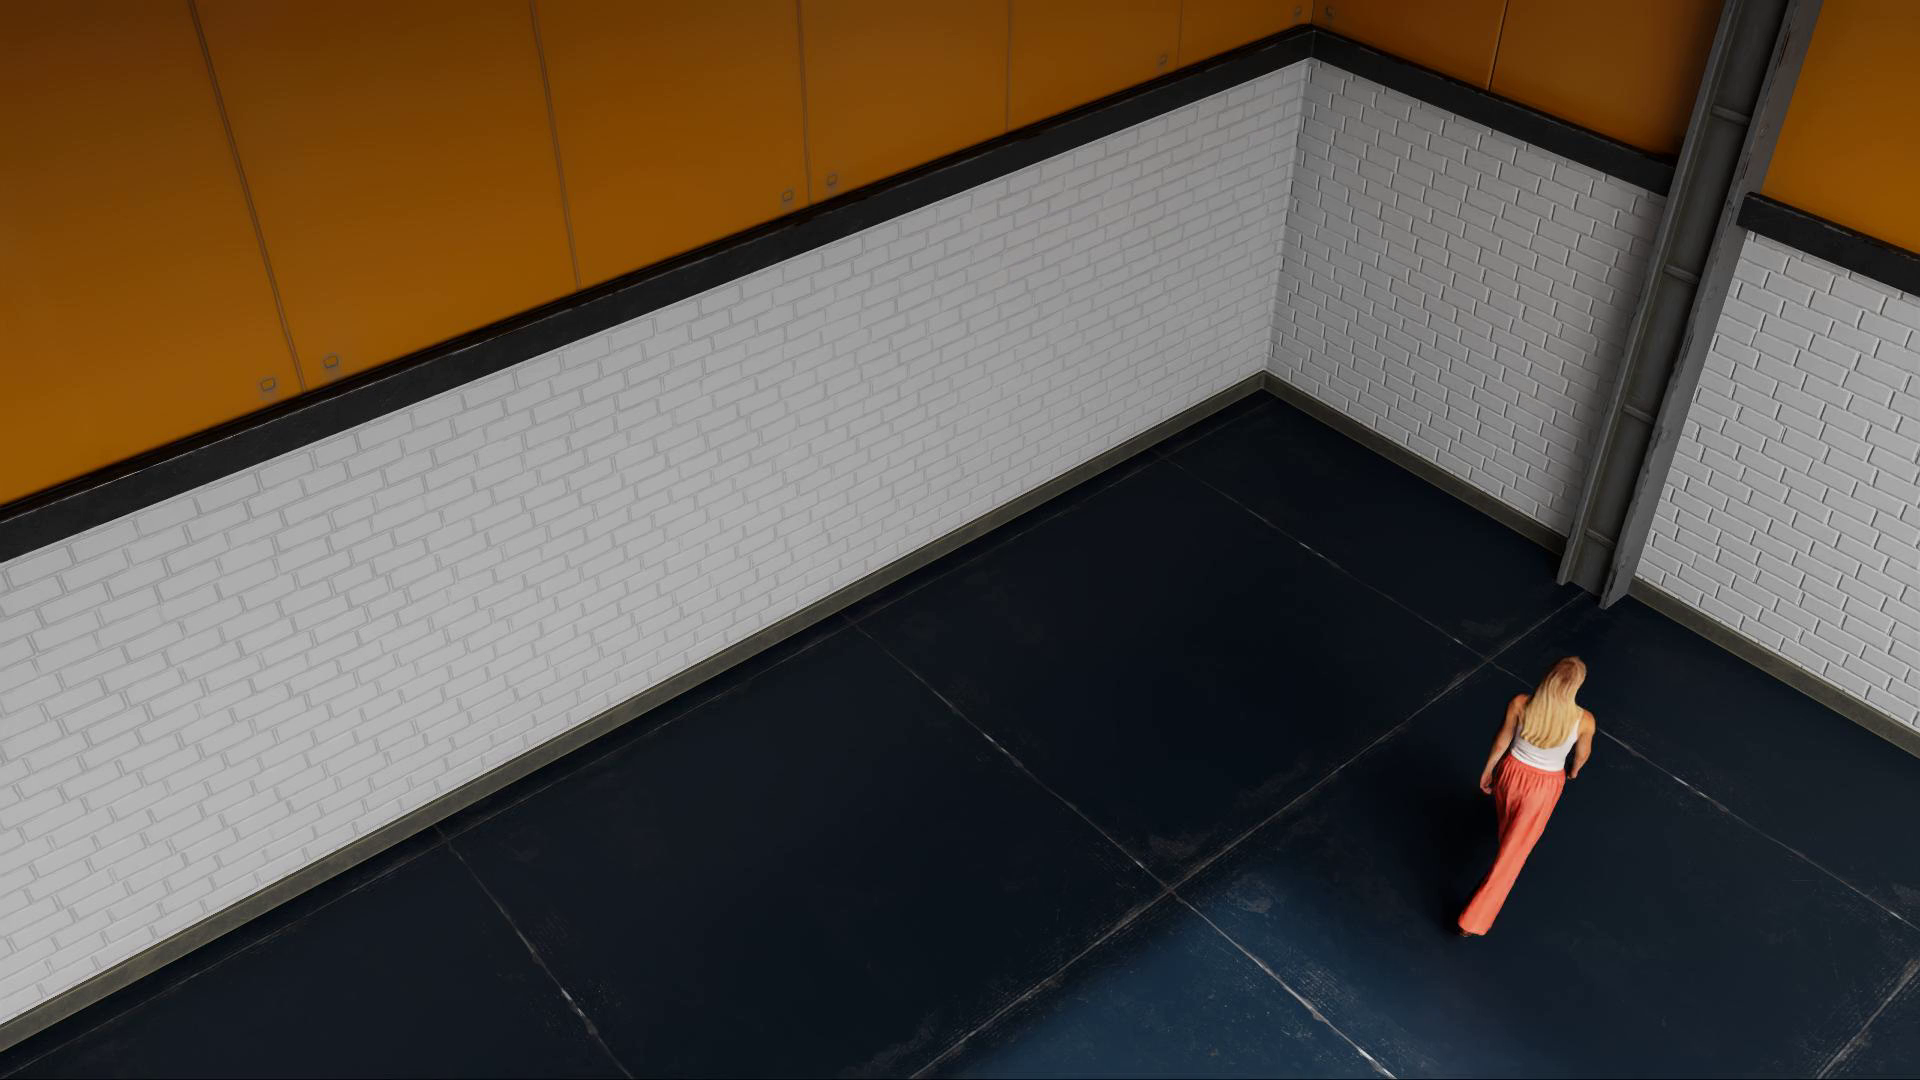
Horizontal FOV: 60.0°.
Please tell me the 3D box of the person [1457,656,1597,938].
[{"bbox_3d":[2.987,1.414,8.843,1.340,1.729,0.967,21,43,25],"label":"person"}]
